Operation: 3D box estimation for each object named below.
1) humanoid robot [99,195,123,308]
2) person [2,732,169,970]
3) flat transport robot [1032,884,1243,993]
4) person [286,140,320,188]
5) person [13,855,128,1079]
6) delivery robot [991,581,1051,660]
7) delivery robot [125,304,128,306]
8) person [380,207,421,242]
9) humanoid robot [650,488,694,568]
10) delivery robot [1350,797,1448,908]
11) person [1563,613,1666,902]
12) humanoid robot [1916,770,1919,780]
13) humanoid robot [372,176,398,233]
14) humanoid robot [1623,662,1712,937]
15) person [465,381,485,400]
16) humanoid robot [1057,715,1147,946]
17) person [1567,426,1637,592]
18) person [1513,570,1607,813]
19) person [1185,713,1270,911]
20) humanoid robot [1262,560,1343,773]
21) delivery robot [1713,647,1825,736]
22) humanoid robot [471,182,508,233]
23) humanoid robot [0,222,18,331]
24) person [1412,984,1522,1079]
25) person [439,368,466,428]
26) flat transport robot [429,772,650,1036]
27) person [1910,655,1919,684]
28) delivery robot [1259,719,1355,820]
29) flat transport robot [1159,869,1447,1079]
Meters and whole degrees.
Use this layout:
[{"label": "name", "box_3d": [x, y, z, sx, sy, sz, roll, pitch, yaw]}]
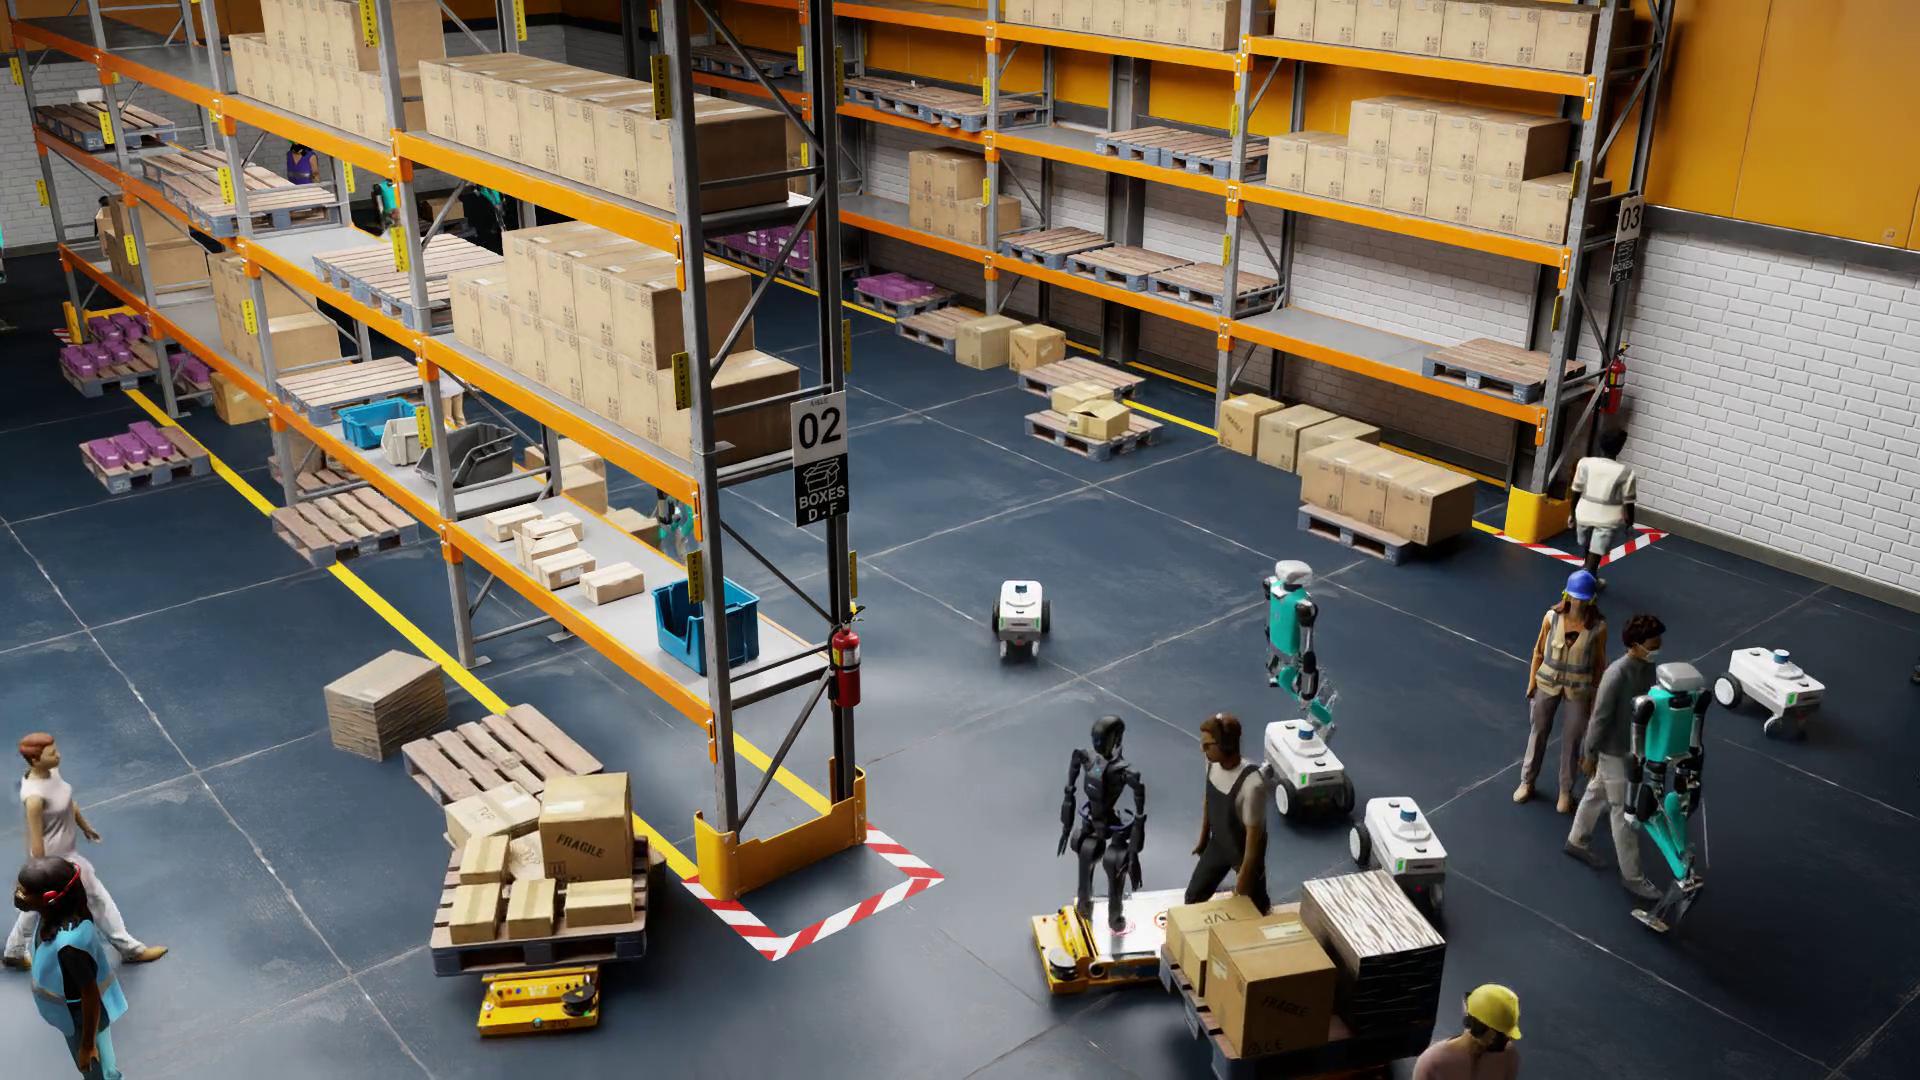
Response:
[{"label": "humanoid robot", "box_3d": [-11.694, -3.938, 22.999, 0.359, 1.650, 0.590, -15, 28, -31]}, {"label": "person", "box_3d": [-5.299, 1.823, 9.723, 0.905, 1.611, 0.423, -8, 25, -18]}, {"label": "flat transport robot", "box_3d": [1.197, 2.408, 10.067, 1.431, 0.231, 0.659, -3, 24, -8]}, {"label": "person", "box_3d": [-10.407, -5.565, 26.435, 0.531, 1.931, 0.409, 4, 24, 9]}, {"label": "person", "box_3d": [-4.314, 2.356, 8.174, 0.391, 1.866, 0.519, -18, 29, -36]}, {"label": "delivery robot", "box_3d": [0.506, 0.616, 13.844, 0.499, 0.585, 0.765, 1, 23, 3]}, {"label": "delivery robot", "box_3d": [-11.297, -3.460, 23.313, 0.797, 0.608, 0.499, -20, 30, -38]}, {"label": "person", "box_3d": [-7.143, -3.372, 21.428, 0.836, 1.874, 0.645, 12, 26, 25]}, {"label": "humanoid robot", "box_3d": [-2.467, -0.303, 14.483, 0.546, 1.774, 0.689, -17, 29, -35]}, {"label": "delivery robot", "box_3d": [2.858, 1.974, 10.727, 0.499, 0.607, 0.801, -2, 23, -4]}, {"label": "person", "box_3d": [4.287, 1.350, 10.497, 0.538, 1.870, 0.839, -21, 31, -39]}, {"label": "humanoid robot", "box_3d": [6.451, 1.468, 10.509, 0.600, 1.632, 0.722, 6, 24, 13]}, {"label": "humanoid robot", "box_3d": [-8.031, -4.482, 24.002, 0.533, 1.677, 0.735, -19, 30, -36]}, {"label": "humanoid robot", "box_3d": [4.322, 1.702, 9.989, 0.530, 1.888, 0.753, -8, 25, -17]}, {"label": "person", "box_3d": [-6.065, -2.516, 19.637, 0.921, 1.717, 0.515, 7, 24, 15]}, {"label": "humanoid robot", "box_3d": [0.844, 1.771, 9.770, 0.600, 1.663, 0.332, 18, 29, 35]}, {"label": "person", "box_3d": [5.509, -0.180, 14.313, 0.541, 1.652, 0.879, 21, 31, 39]}, {"label": "person", "box_3d": [4.125, 1.023, 11.367, 0.473, 1.781, 0.302, 11, 26, 25]}, {"label": "person", "box_3d": [1.503, 1.806, 9.544, 0.731, 1.798, 0.525, -13, 26, -27]}, {"label": "humanoid robot", "box_3d": [2.456, 0.932, 11.614, 0.745, 1.764, 0.532, -10, 25, -21]}, {"label": "delivery robot", "box_3d": [6.190, 1.113, 12.705, 0.529, 0.594, 0.766, -7, 24, -15]}, {"label": "humanoid robot", "box_3d": [-7.648, -5.792, 27.271, 0.566, 1.765, 0.997, -19, 30, -37]}, {"label": "humanoid robot", "box_3d": [-12.957, -3.593, 22.066, 0.686, 1.760, 0.541, -17, 29, -34]}, {"label": "person", "box_3d": [2.220, 2.767, 7.399, 0.573, 1.720, 0.440, -3, 24, -8]}, {"label": "person", "box_3d": [-5.425, -1.602, 17.502, 0.403, 1.739, 0.567, 11, 26, 24]}, {"label": "flat transport robot", "box_3d": [-2.482, 2.428, 10.022, 0.659, 0.231, 1.431, -3, 24, -7]}, {"label": "person", "box_3d": [7.801, 0.267, 12.944, 0.546, 1.924, 0.382, 14, 27, 29]}, {"label": "delivery robot", "box_3d": [2.398, 1.570, 11.627, 0.517, 0.578, 0.746, -5, 24, -11]}, {"label": "flat transport robot", "box_3d": [1.833, 2.713, 9.361, 0.659, 0.231, 1.431, -6, 24, -13]}]
